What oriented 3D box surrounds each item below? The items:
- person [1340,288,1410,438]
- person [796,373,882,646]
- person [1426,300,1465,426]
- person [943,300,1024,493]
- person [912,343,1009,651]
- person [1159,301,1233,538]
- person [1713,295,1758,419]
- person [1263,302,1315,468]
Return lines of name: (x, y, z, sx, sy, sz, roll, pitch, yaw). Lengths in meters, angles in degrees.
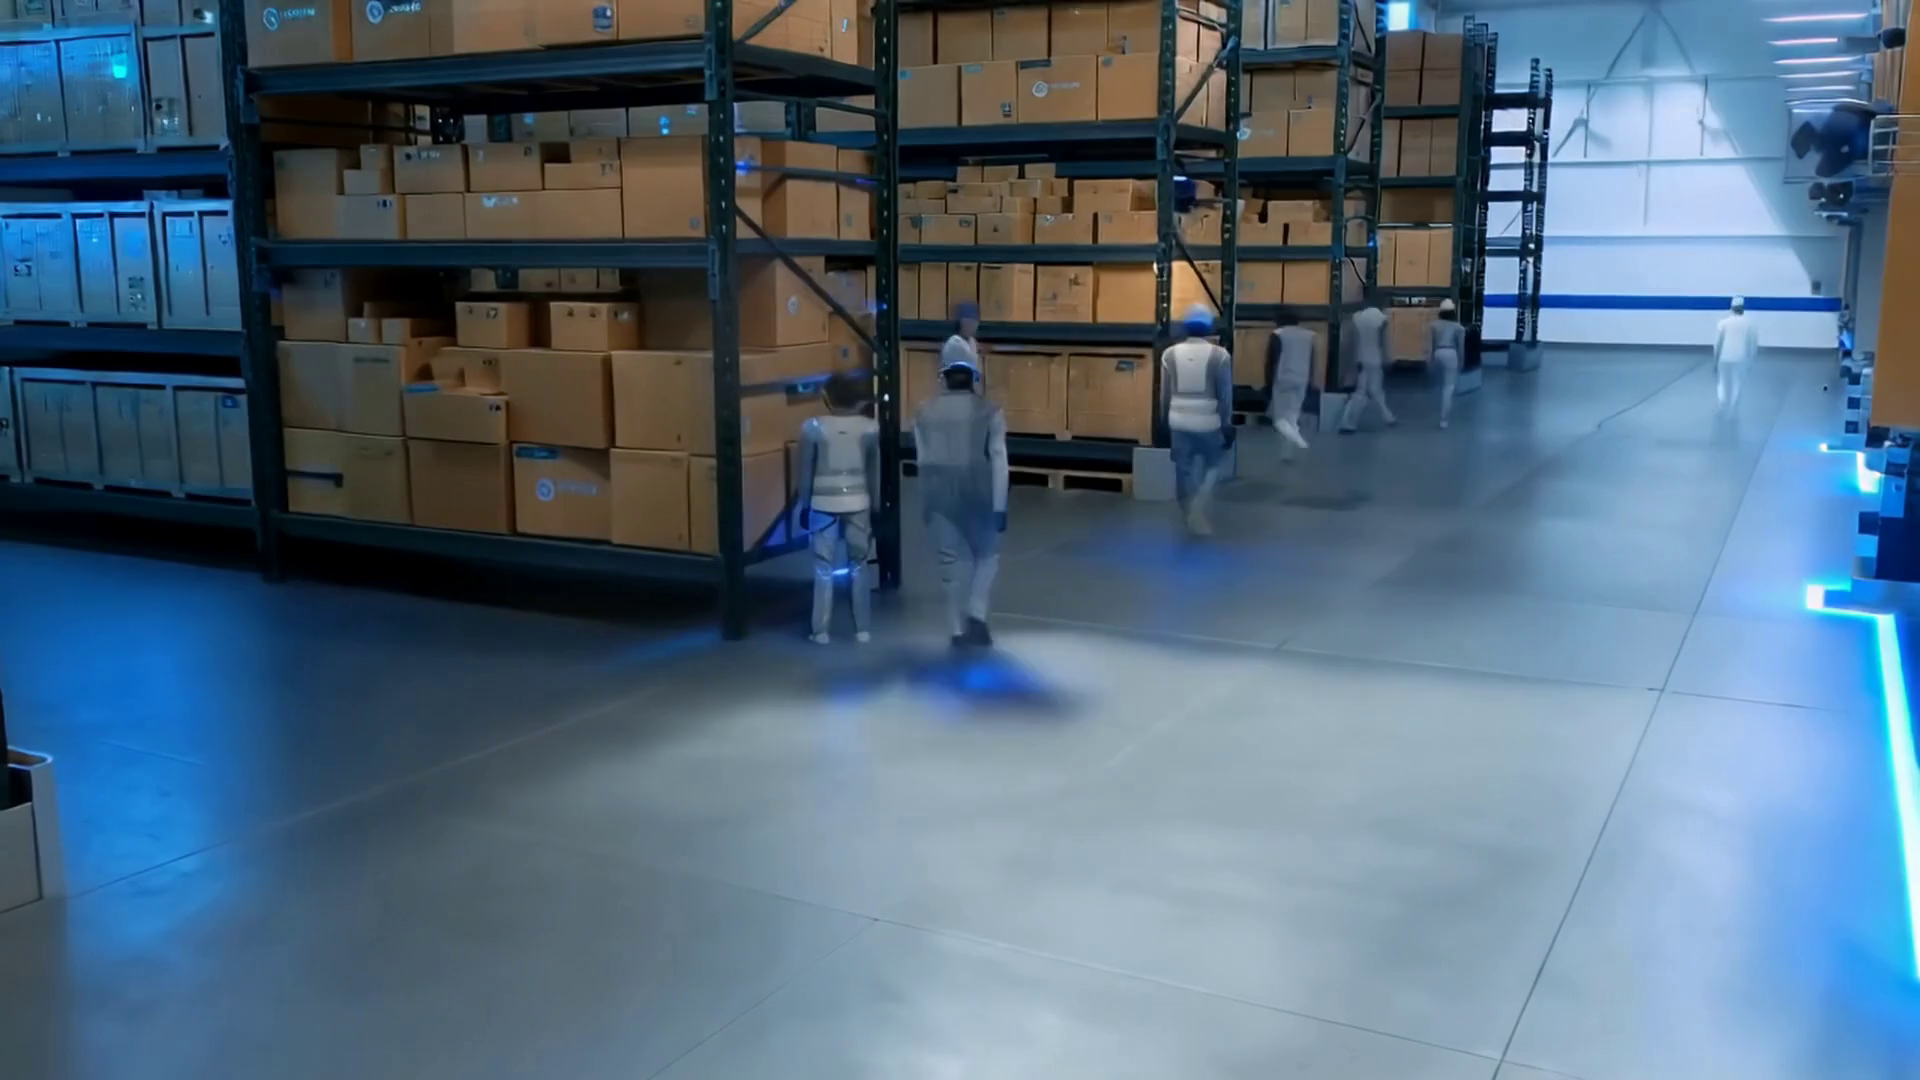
person: (5.280, -2.237, 21.070, 1.044, 1.877, 0.655, -1, 10, -8)
person: (-0.709, -0.177, 9.885, 0.521, 1.631, 0.321, -3, 10, -18)
person: (6.610, -2.411, 22.621, 0.490, 1.695, 0.872, 5, 11, 27)
person: (0.099, -1.303, 15.662, 0.987, 1.883, 0.570, 5, 11, 28)
person: (0.014, -0.243, 9.767, 0.607, 1.805, 0.455, 3, 10, 16)
person: (1.929, -0.970, 13.583, 0.634, 1.935, 0.439, 4, 11, 24)
person: (10.950, -2.581, 23.493, 0.569, 1.731, 0.589, 5, 11, 27)
person: (3.561, -1.643, 17.844, 0.654, 1.815, 0.569, -7, 12, -36)
